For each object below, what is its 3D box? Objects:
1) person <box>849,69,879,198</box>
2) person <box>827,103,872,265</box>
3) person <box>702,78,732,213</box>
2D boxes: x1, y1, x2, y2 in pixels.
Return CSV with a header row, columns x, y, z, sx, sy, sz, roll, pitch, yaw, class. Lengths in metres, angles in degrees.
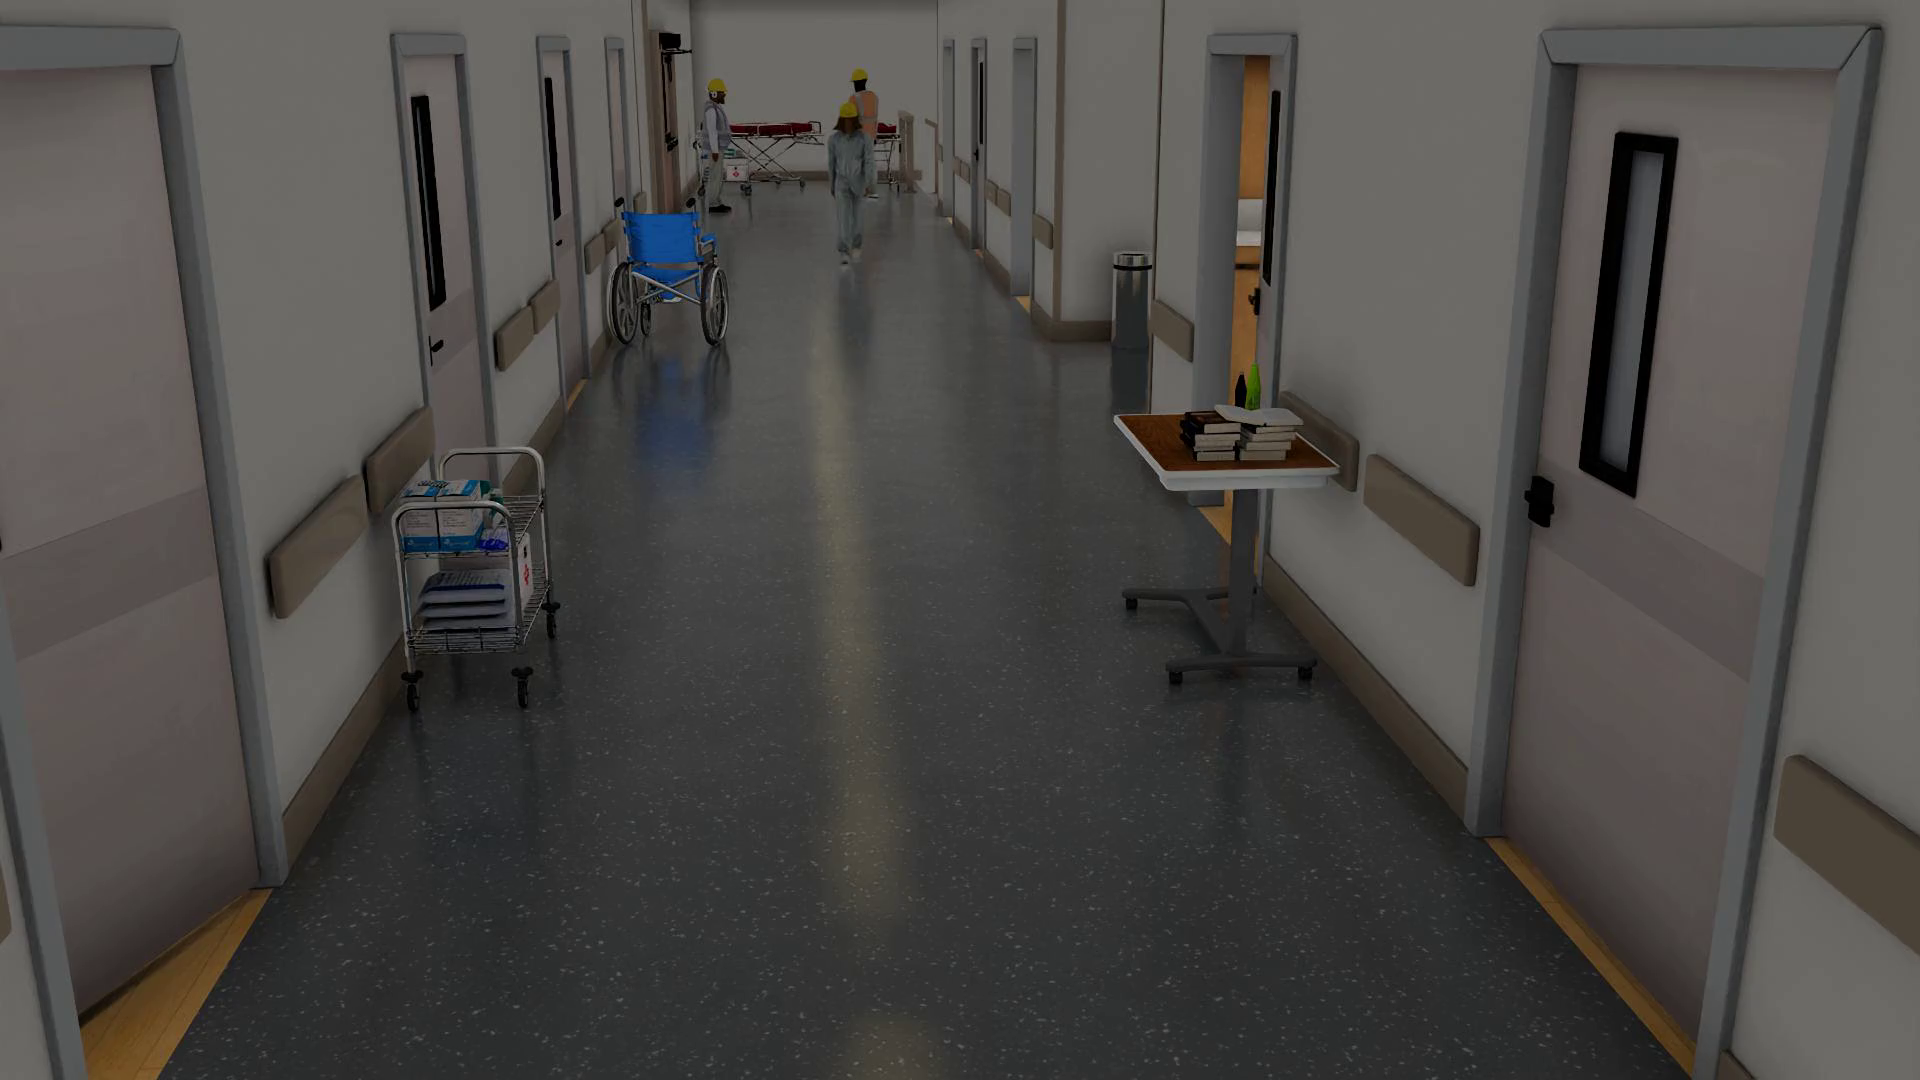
x,y,z,sx,sy,sz,roll,pitch,yaw,class
-1.476,-6.117,25.106,0.395,1.918,0.589,14,22,39,person
-1.177,-3.828,17.847,0.479,1.689,0.926,-1,17,-2,person
-3.369,-5.462,23.088,0.404,1.824,0.586,-1,17,-3,person
